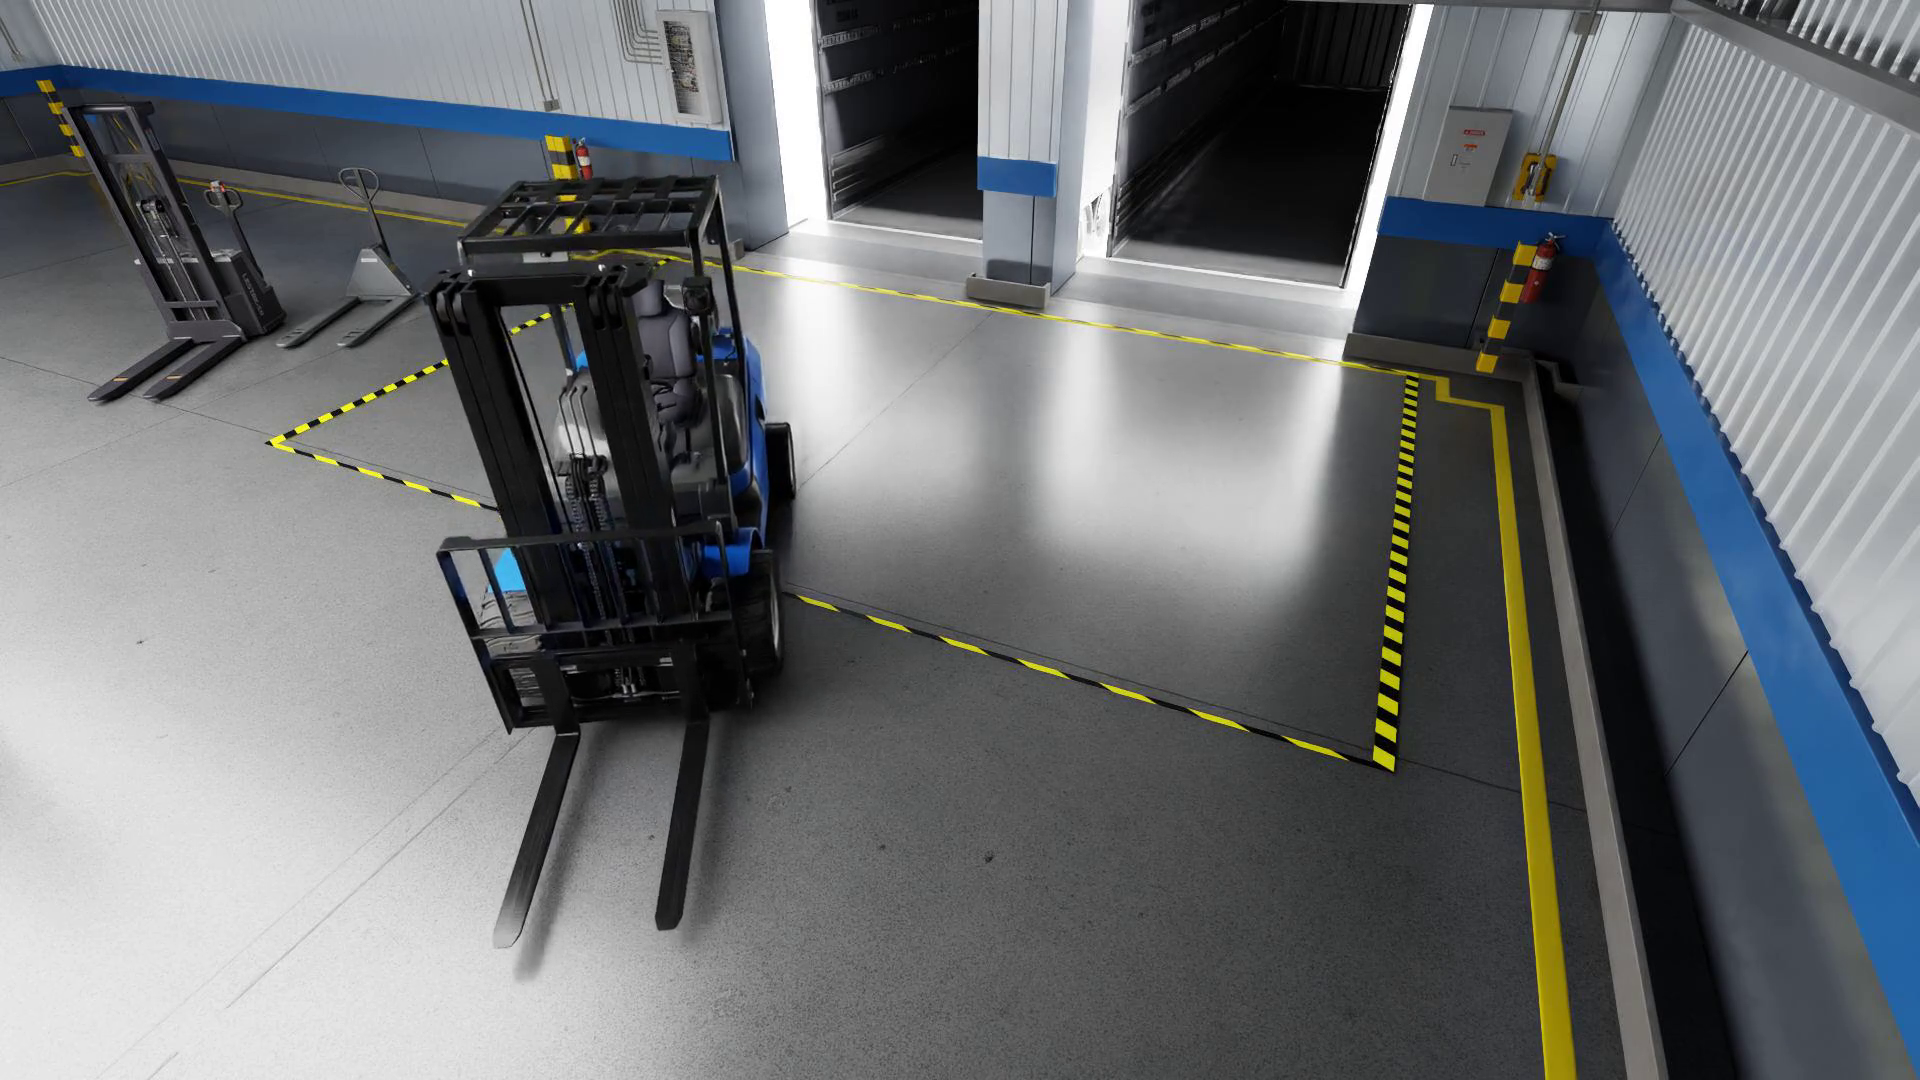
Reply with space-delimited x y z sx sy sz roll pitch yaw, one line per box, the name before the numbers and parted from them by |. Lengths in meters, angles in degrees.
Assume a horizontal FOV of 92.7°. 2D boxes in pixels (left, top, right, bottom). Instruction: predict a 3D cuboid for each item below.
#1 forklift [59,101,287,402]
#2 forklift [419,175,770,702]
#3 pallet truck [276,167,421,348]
forklift | -6.686 -2.387 7.434 0.823 1.965 1.885 -3 35 -5
forklift | -1.674 -0.724 4.745 1.157 2.036 2.680 -4 35 -6
pallet truck | -5.732 -2.611 8.414 0.680 1.201 1.601 -1 35 -1
